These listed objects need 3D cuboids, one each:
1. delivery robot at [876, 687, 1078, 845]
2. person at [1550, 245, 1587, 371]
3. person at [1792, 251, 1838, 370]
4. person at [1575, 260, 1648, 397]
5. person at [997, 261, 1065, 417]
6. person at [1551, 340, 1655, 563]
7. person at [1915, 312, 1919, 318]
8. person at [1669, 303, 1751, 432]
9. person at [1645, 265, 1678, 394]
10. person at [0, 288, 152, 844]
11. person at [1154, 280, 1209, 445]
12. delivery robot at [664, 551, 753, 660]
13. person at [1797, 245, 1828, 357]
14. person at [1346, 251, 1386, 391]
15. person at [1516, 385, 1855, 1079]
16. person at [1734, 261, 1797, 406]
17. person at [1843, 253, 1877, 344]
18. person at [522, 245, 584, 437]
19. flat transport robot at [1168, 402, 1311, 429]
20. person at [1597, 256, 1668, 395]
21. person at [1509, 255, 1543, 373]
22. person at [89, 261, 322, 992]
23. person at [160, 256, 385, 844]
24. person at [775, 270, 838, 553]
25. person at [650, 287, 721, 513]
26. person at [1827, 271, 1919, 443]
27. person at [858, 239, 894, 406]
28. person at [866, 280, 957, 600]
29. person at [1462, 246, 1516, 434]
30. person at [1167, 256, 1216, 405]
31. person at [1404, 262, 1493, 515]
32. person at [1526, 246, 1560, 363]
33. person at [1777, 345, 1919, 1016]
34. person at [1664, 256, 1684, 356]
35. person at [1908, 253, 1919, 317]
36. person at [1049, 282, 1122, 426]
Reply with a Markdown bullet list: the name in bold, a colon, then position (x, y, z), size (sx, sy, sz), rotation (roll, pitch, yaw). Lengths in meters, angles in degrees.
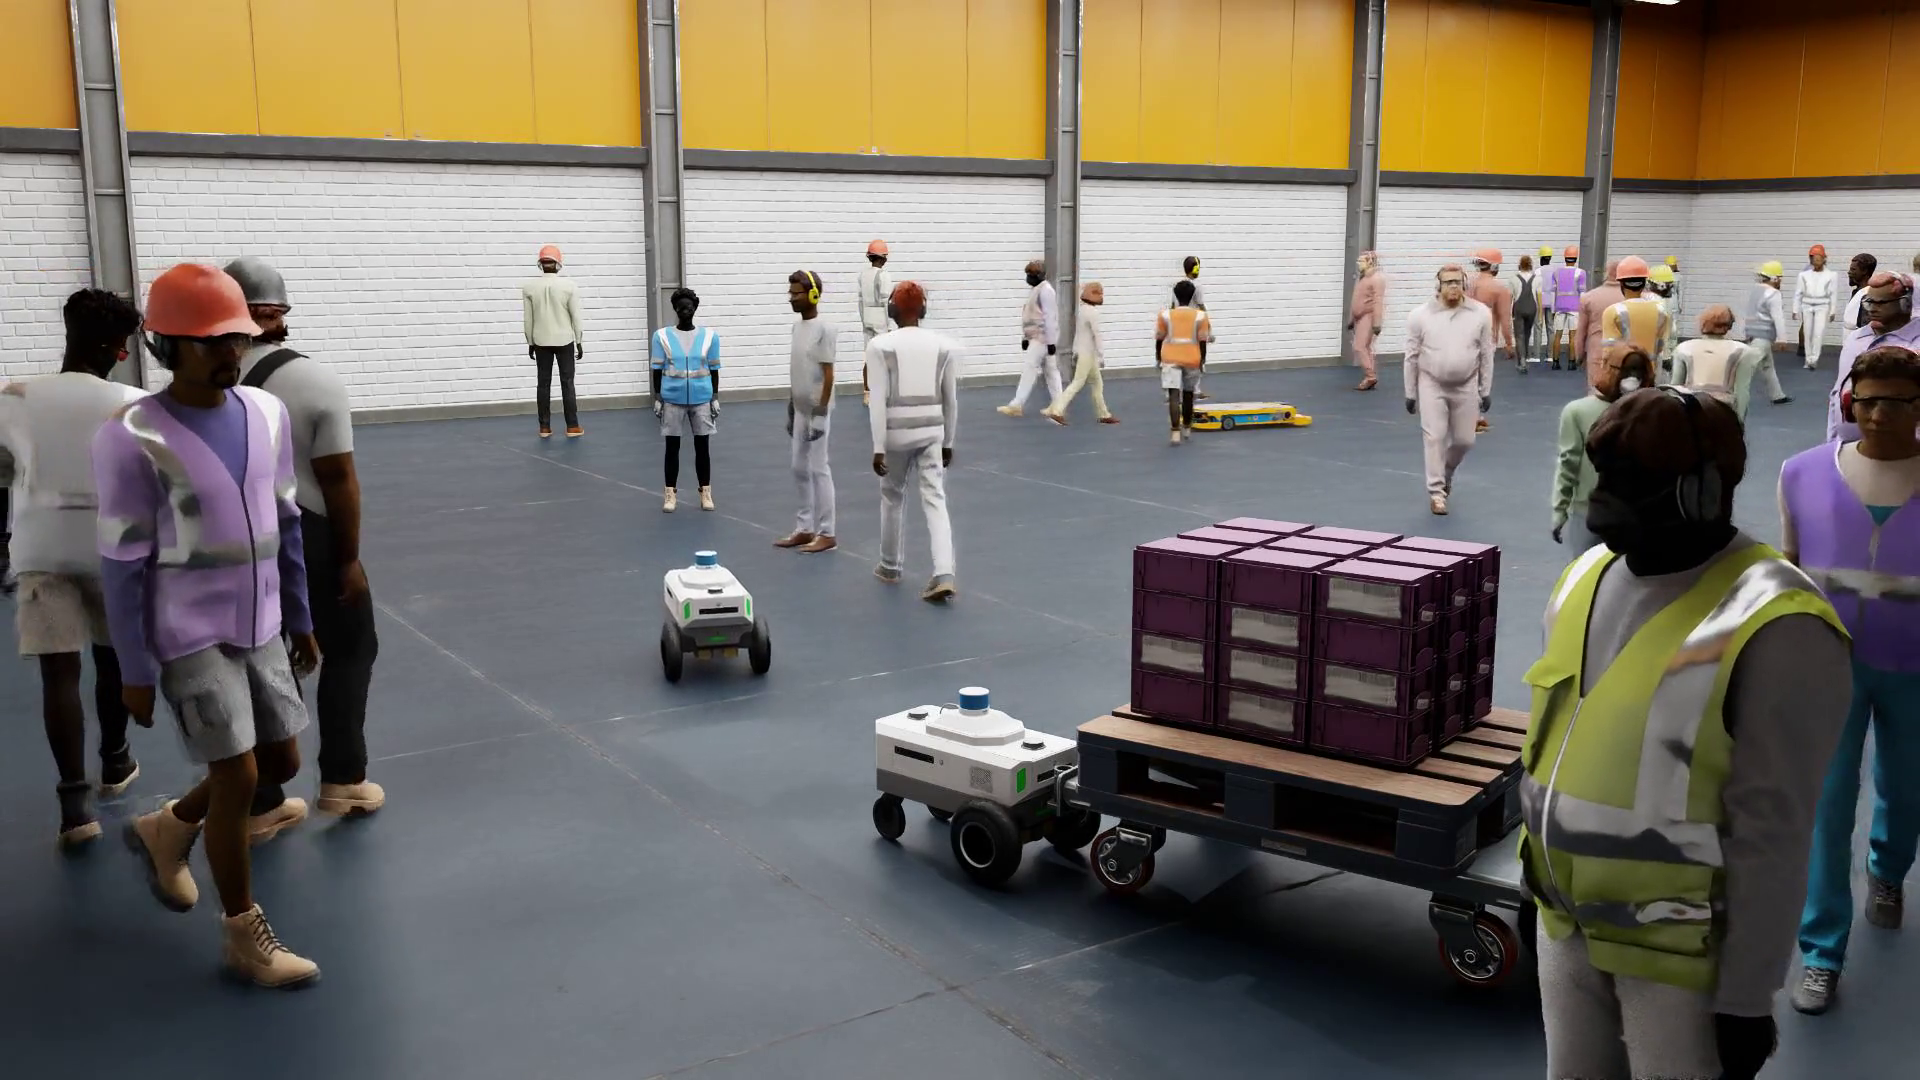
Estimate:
- **delivery robot**: position (0.046, 0.741, 5.627), size (0.707, 0.478, 0.477), rotation (9, 14, 41)
- **person**: position (9.488, -3.609, 25.935), size (0.551, 1.940, 0.352), rotation (8, 13, 39)
- **person**: position (13.355, -3.579, 26.041), size (0.589, 1.841, 0.941), rotation (8, 13, 37)
- **person**: position (6.495, -1.865, 16.628), size (0.656, 1.860, 0.953), rotation (4, 11, 19)
- **person**: position (0.815, -2.312, 19.218), size (0.901, 1.791, 0.675), rotation (0, 10, -2)
- **person**: position (2.964, -0.100, 7.570), size (0.517, 1.616, 0.394), rotation (2, 10, 10)
- **person**: position (8.908, -1.542, 15.218), size (0.929, 1.702, 0.535), rotation (0, 10, -2)
- **person**: position (5.152, -0.816, 11.480), size (0.529, 1.623, 0.381), rotation (6, 12, 31)
- **person**: position (7.111, -1.945, 17.217), size (0.866, 1.800, 0.591), rotation (3, 11, 15)
- **person**: position (-3.101, 0.072, 5.878), size (0.633, 1.902, 0.985), rotation (-5, 12, -27)
- **person**: position (2.227, -1.798, 16.812), size (0.545, 1.640, 0.914), rotation (1, 10, 4)
- **delivery robot**: position (-1.224, 0.298, 8.057), size (0.477, 0.478, 0.707), rotation (-3, 11, -17)
- **person**: position (14.829, -4.155, 28.933), size (0.359, 1.938, 0.547), rotation (3, 11, 16)
- **person**: position (5.482, -2.965, 22.564), size (0.487, 1.891, 0.650), rotation (-1, 10, -6)
- **person**: position (1.161, 0.657, 2.837), size (0.429, 1.840, 0.629), rotation (-3, 11, -15)
- **person**: position (9.810, -2.494, 20.271), size (0.946, 1.780, 0.612), rotation (0, 10, -1)
- **person**: position (8.680, -1.795, 16.058), size (0.392, 1.917, 0.589), rotation (4, 11, 22)
- **person**: position (-4.221, -2.064, 17.317), size (0.611, 1.995, 0.377), rotation (0, 10, 0)
- **flat transport robot**: position (3.067, -1.373, 18.247), size (1.431, 0.197, 0.652), rotation (-4, 11, -21)
- **person**: position (5.002, -1.155, 12.497), size (0.551, 1.932, 0.367), rotation (-3, 11, -18)
- **person**: position (8.672, -3.460, 25.532), size (0.517, 1.805, 0.921), rotation (1, 10, 8)
- **person**: position (-2.140, 0.239, 4.646), size (0.730, 2.014, 0.636), rotation (4, 11, 22)
- **person**: position (-2.360, 0.012, 5.806), size (0.696, 2.000, 0.641), rotation (1, 10, 7)
- **person**: position (-1.007, -0.842, 11.009), size (0.347, 1.861, 0.519), rotation (-8, 13, -37)
- **person**: position (-2.069, -1.055, 12.594), size (0.535, 1.699, 0.318), rotation (-2, 11, -13)
- **person**: position (4.791, -0.449, 8.723), size (0.407, 1.902, 0.638), rotation (-4, 11, -20)
- **person**: position (-0.996, -2.650, 20.379), size (0.357, 2.047, 0.614), rotation (-8, 13, -38)
- **person**: position (-0.255, -0.585, 9.662), size (0.577, 1.837, 0.998), rotation (-4, 11, -22)
- **person**: position (5.580, -2.095, 17.547), size (0.761, 1.965, 0.615), rotation (-5, 12, -26)
- **person**: position (2.919, -2.599, 20.702), size (0.872, 1.826, 0.497), rotation (-6, 12, -28)
- **person**: position (3.691, -1.157, 12.625), size (0.657, 1.889, 0.687), rotation (1, 10, 5)
- **person**: position (9.653, -3.888, 27.512), size (0.593, 1.933, 0.372), rotation (-2, 11, -10)
- **person**: position (2.598, 0.340, 4.704), size (0.579, 1.804, 0.960), rotation (7, 12, 33)
- **person**: position (12.417, -4.101, 29.166), size (0.487, 1.746, 0.290), rotation (5, 11, 26)
- **person**: position (11.458, -2.467, 19.786), size (0.976, 1.892, 0.660), rotation (3, 11, 14)
- **person**: position (1.371, -2.042, 18.319), size (0.872, 1.585, 0.504), rotation (-2, 11, -13)
